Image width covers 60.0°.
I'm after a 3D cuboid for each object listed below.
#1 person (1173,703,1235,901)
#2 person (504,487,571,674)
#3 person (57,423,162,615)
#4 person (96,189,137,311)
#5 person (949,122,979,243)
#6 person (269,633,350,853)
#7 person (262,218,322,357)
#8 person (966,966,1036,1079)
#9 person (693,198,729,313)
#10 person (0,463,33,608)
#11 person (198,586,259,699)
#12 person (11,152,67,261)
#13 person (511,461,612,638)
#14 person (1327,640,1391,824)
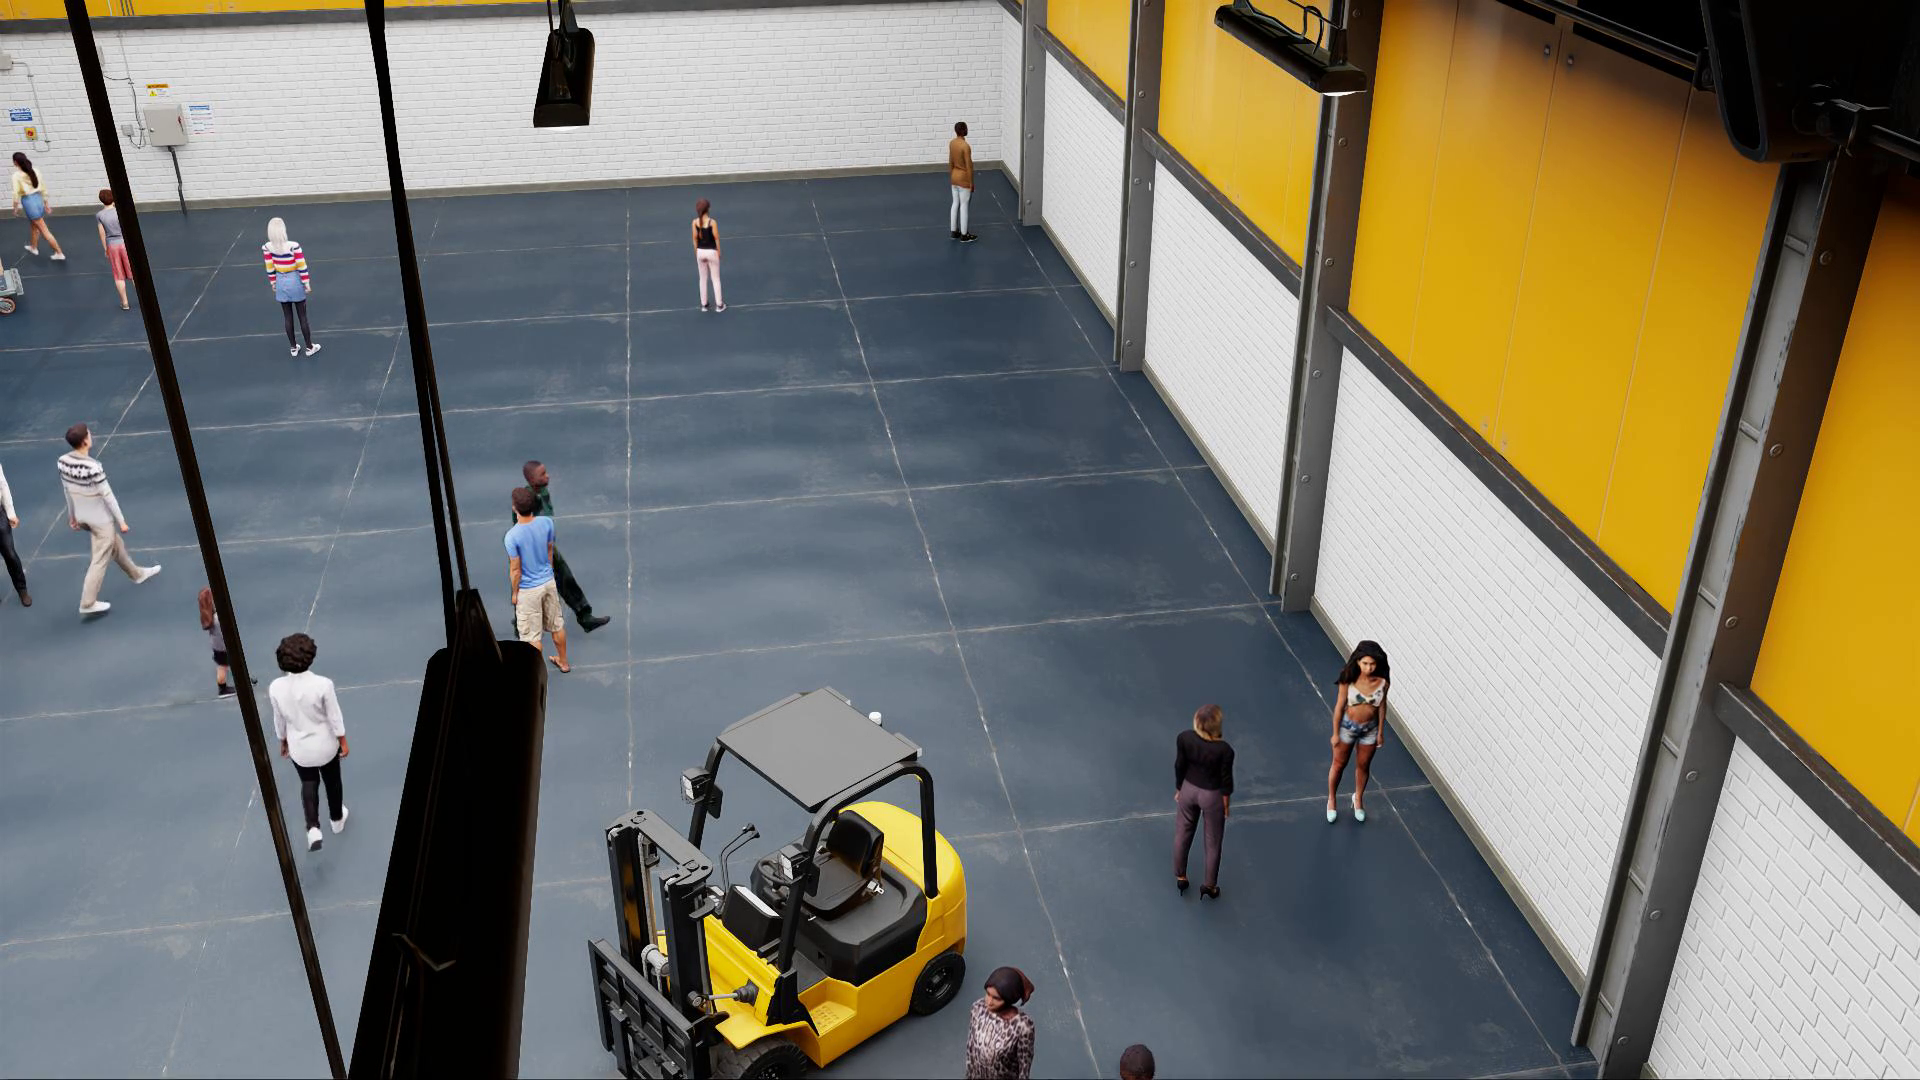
[{"bbox_3d":[1.735,1.887,11.971,0.675,1.672,0.719,15,32,26],"label":"person"},{"bbox_3d":[-3.701,0.391,14.512,0.781,1.864,0.739,22,35,34],"label":"person"},{"bbox_3d":[-8.157,-0.162,15.579,1.175,1.814,1.314,14,31,23],"label":"person"},{"bbox_3d":[-11.493,-3.980,22.748,0.612,1.651,0.577,-10,30,-18],"label":"person"},{"bbox_3d":[0.017,-5.455,25.279,0.777,1.816,0.663,-23,36,-36],"label":"person"},{"bbox_3d":[-4.871,1.547,12.466,0.637,1.795,0.898,-4,29,-8],"label":"person"},{"bbox_3d":[-8.561,-3.239,21.225,0.688,1.808,0.565,0,29,0],"label":"person"},{"bbox_3d":[0.230,3.148,9.615,0.679,1.713,0.742,19,34,31],"label":"person"},{"bbox_3d":[-3.437,-3.887,22.669,0.600,1.563,0.596,5,29,8],"label":"person"},{"bbox_3d":[-9.142,-0.207,15.602,0.724,1.870,0.663,-15,32,-26],"label":"person"},{"bbox_3d":[-6.452,0.888,14.404,0.608,1.095,0.550,-12,31,-21],"label":"person"},{"bbox_3d":[-13.549,-4.856,24.420,1.084,1.588,1.142,12,31,21],"label":"person"},{"bbox_3d":[-3.913,0.134,15.059,1.035,1.792,1.181,6,29,10],"label":"person"},{"bbox_3d":[3.059,1.472,12.781,0.595,1.625,0.591,-1,29,-2],"label":"person"}]
